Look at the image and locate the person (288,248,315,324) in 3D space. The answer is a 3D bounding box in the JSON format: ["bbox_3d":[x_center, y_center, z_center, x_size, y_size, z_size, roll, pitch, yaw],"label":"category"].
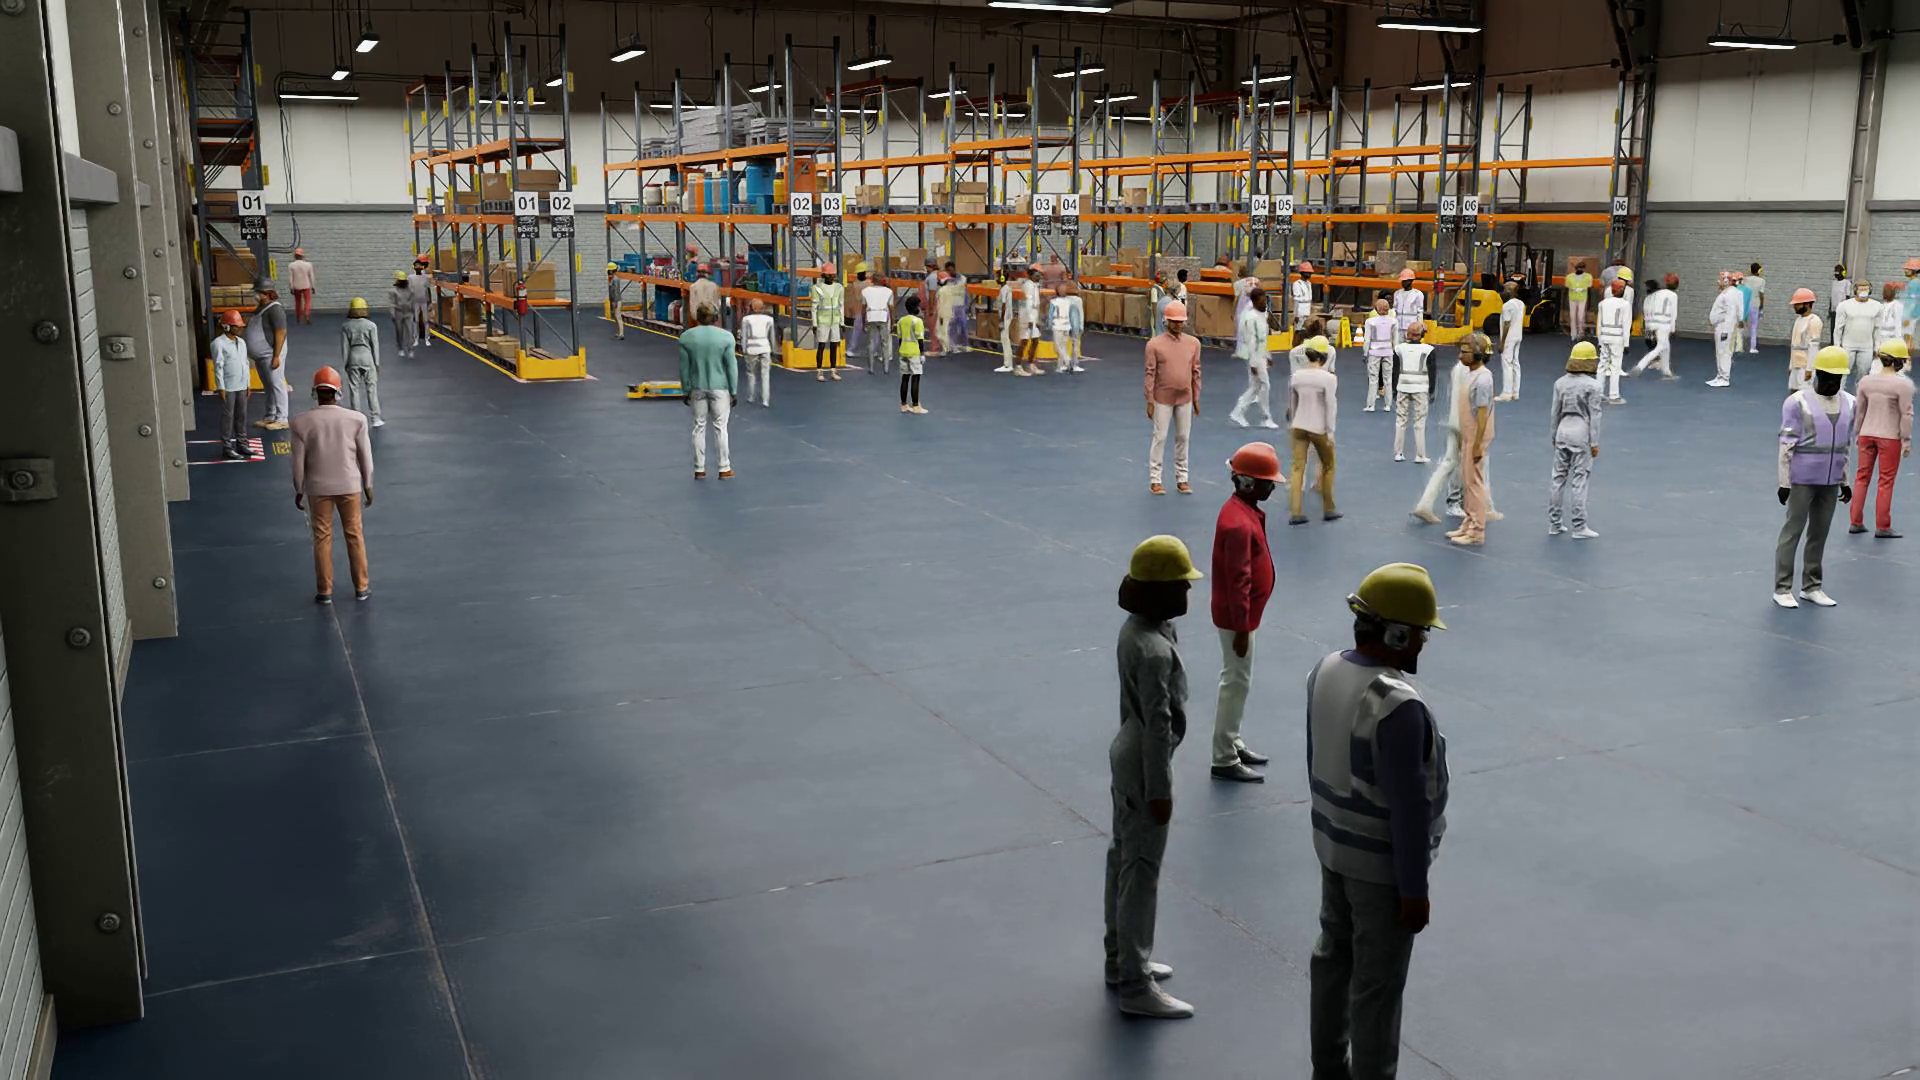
[{"bbox_3d":[-17.087,-6.581,43.152,0.647,1.968,0.786,-5,12,-23],"label":"person"}]

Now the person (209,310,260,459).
[{"bbox_3d":[-8.539,-1.830,19.589,0.350,1.743,0.564,3,11,14],"label":"person"}]

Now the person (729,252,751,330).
[{"bbox_3d":[-5.378,-6.082,40.772,0.642,1.913,0.408,-9,14,-39],"label":"person"}]

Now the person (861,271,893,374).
[{"bbox_3d":[-1.482,-3.886,29.805,0.573,1.835,0.399,0,11,-3],"label":"person"}]

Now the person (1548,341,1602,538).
[{"bbox_3d":[5.499,-0.895,14.835,0.312,1.744,0.487,-7,13,-31],"label":"person"}]

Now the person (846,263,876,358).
[{"bbox_3d":[-1.968,-4.523,32.926,0.597,1.874,0.989,7,13,30],"label":"person"}]

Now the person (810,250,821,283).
[{"bbox_3d":[-4.504,-8.159,51.759,0.349,1.743,0.563,2,11,10],"label":"person"}]

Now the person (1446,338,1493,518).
[{"bbox_3d":[4.880,-1.089,15.844,0.484,1.737,0.309,-9,14,-39],"label":"person"}]

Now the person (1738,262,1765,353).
[{"bbox_3d":[16.380,-4.805,34.428,0.330,1.861,0.504,-10,15,-41],"label":"person"}]

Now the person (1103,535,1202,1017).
[{"bbox_3d":[0.699,0.838,6.030,0.312,1.744,0.487,-1,11,-3],"label":"person"}]

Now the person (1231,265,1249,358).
[{"bbox_3d":[5.629,-4.530,33.068,0.507,1.840,0.343,-5,12,-23],"label":"person"}]

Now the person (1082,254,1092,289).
[{"bbox_3d":[3.425,-6.764,44.605,0.307,1.770,0.525,-1,11,-5],"label":"person"}]

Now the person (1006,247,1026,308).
[{"bbox_3d":[1.568,-7.464,47.808,0.642,1.908,0.407,1,11,7],"label":"person"}]

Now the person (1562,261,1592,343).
[{"bbox_3d":[13.693,-5.286,36.970,0.590,1.806,0.652,6,13,29],"label":"person"}]

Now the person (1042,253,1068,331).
[{"bbox_3d":[2.329,-6.063,40.687,0.643,1.908,0.411,4,12,21],"label":"person"}]

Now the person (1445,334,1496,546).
[{"bbox_3d":[4.461,-0.867,14.465,0.338,1.838,0.509,1,11,6],"label":"person"}]

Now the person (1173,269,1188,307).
[{"bbox_3d":[4.692,-4.928,35.479,0.320,1.687,0.537,-2,11,-8],"label":"person"}]

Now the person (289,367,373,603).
[{"bbox_3d":[-4.649,-0.408,12.338,0.575,1.749,0.334,-5,12,-23],"label":"person"}]

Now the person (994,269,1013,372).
[{"bbox_3d":[0.799,-3.992,30.295,0.328,1.861,0.502,1,11,7],"label":"person"}]

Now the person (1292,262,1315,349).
[{"bbox_3d":[6.601,-4.352,31.916,0.368,1.933,0.553,9,14,38],"label":"person"}]

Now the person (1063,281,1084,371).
[{"bbox_3d":[2.047,-3.901,30.386,0.500,1.636,0.284,8,14,37],"label":"person"}]

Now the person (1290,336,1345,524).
[{"bbox_3d":[3.347,-1.028,15.493,0.736,1.737,0.553,-10,15,-42],"label":"person"}]

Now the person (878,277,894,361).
[{"bbox_3d":[-1.450,-4.315,32.478,0.310,1.642,0.514,-1,11,-5],"label":"person"}]

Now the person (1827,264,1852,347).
[{"bbox_3d":[17.454,-4.537,33.062,0.326,1.861,0.511,-2,11,-12],"label":"person"}]

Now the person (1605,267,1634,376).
[{"bbox_3d":[11.674,-3.860,29.462,0.584,1.918,0.376,-4,12,-19],"label":"person"}]

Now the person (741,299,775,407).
[{"bbox_3d":[-3.041,-2.807,24.920,0.544,1.597,0.848,-4,12,-18],"label":"person"}]

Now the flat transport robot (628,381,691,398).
[{"bbox_3d":[-4.447,-2.368,26.078,1.431,0.197,0.652,-1,11,-4],"label":"flat transport robot"}]

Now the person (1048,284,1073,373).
[{"bbox_3d":[1.845,-3.770,29.771,0.523,1.627,0.590,-7,13,-32],"label":"person"}]

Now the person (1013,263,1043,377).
[{"bbox_3d":[1.198,-3.883,29.380,0.460,1.993,0.663,3,12,14],"label":"person"}]

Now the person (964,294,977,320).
[{"bbox_3d":[0.293,-6.758,44.930,0.518,1.631,0.316,-7,13,-33],"label":"person"}]

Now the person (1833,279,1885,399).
[{"bbox_3d":[12.792,-2.741,23.724,0.632,1.939,0.368,3,11,14],"label":"person"}]

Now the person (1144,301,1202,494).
[{"bbox_3d":[2.185,-1.447,17.042,0.608,1.987,0.404,-3,12,-16],"label":"person"}]

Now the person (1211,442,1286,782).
[{"bbox_3d":[1.453,0.364,8.455,0.354,1.738,0.573,2,11,10],"label":"person"}]

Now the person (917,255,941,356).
[{"bbox_3d":[-0.600,-4.739,33.615,0.535,2.000,0.683,0,11,2],"label":"person"}]

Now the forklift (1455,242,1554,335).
[{"bbox_3d":[13.047,-6.049,39.881,2.313,2.155,1.214,-5,12,-23],"label":"forklift"}]

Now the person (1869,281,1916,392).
[{"bbox_3d":[14.201,-3.019,25.369,0.892,1.855,0.582,1,11,6],"label":"person"}]

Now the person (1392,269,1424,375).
[{"bbox_3d":[7.526,-3.604,28.108,0.552,1.935,0.366,11,15,43],"label":"person"}]
